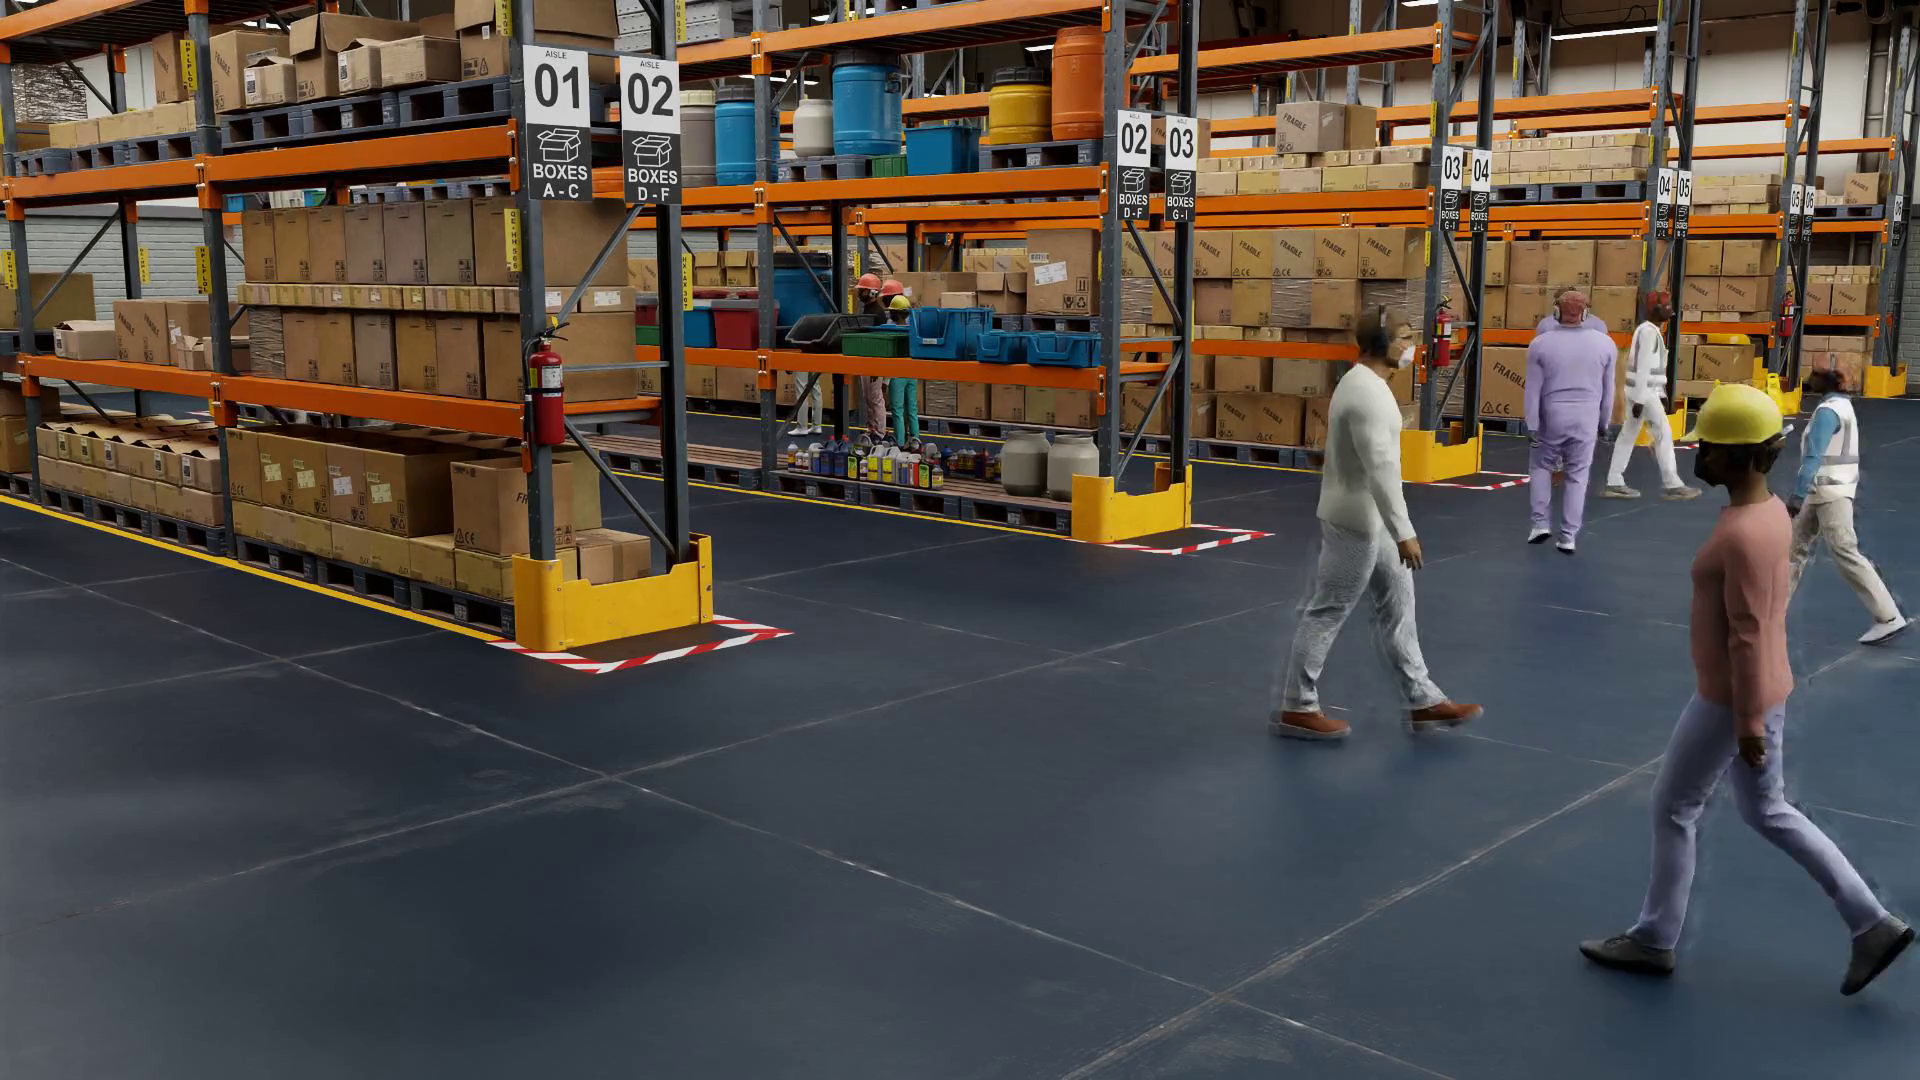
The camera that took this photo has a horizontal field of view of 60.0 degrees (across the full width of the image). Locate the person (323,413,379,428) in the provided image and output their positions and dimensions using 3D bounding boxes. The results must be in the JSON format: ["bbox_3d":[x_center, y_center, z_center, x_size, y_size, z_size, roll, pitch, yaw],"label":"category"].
[{"bbox_3d":[-5.397,-1.276,14.844,0.600,1.830,0.404,-6,11,-34],"label":"person"}]

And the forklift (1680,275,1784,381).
[{"bbox_3d":[12.480,-3.427,27.053,1.214,2.155,2.313,9,13,43],"label":"forklift"}]

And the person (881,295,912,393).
[{"bbox_3d":[-0.637,-1.733,17.841,0.306,1.772,0.525,8,12,40],"label":"person"}]

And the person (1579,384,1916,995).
[{"bbox_3d":[2.263,0.429,4.688,0.795,1.737,0.523,6,11,35],"label":"person"}]

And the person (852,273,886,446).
[{"bbox_3d":[-1.001,-1.968,18.584,0.375,1.997,0.612,-3,10,-18],"label":"person"}]

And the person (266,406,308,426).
[{"bbox_3d":[-8.050,-2.078,19.827,0.782,1.819,0.632,9,13,43],"label":"person"}]

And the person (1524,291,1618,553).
[{"bbox_3d":[4.424,-0.861,12.131,0.648,1.890,0.519,2,9,11],"label":"person"}]

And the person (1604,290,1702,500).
[{"bbox_3d":[6.222,-1.279,14.786,0.888,1.845,0.588,2,10,14],"label":"person"}]

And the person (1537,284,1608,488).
[{"bbox_3d":[5.617,-1.394,15.335,0.646,1.911,0.434,4,10,24],"label":"person"}]

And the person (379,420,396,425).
[{"bbox_3d":[-6.008,-1.689,17.353,0.372,1.846,0.569,1,9,7],"label":"person"}]

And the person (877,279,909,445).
[{"bbox_3d":[-0.761,-2.006,19.034,0.383,1.929,0.553,-2,9,-10],"label":"person"}]

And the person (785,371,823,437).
[{"bbox_3d":[-1.912,-2.245,20.495,0.367,1.927,0.590,9,13,42],"label":"person"}]

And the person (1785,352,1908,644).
[{"bbox_3d":[4.847,-0.243,9.221,0.859,1.602,0.508,5,11,29],"label":"person"}]

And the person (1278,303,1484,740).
[{"bbox_3d":[1.851,-0.054,7.168,0.970,1.894,0.648,3,10,16],"label":"person"}]

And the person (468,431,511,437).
[{"bbox_3d":[-3.957,-1.125,13.911,0.588,1.834,0.403,-9,13,-42],"label":"person"}]

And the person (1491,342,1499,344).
[{"bbox_3d":[9.565,-3.630,29.540,0.405,1.730,0.493,5,11,30],"label":"person"}]

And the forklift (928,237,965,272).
[{"bbox_3d":[-0.326,-5.817,39.609,1.129,2.768,1.873,9,13,43],"label":"forklift"}]
